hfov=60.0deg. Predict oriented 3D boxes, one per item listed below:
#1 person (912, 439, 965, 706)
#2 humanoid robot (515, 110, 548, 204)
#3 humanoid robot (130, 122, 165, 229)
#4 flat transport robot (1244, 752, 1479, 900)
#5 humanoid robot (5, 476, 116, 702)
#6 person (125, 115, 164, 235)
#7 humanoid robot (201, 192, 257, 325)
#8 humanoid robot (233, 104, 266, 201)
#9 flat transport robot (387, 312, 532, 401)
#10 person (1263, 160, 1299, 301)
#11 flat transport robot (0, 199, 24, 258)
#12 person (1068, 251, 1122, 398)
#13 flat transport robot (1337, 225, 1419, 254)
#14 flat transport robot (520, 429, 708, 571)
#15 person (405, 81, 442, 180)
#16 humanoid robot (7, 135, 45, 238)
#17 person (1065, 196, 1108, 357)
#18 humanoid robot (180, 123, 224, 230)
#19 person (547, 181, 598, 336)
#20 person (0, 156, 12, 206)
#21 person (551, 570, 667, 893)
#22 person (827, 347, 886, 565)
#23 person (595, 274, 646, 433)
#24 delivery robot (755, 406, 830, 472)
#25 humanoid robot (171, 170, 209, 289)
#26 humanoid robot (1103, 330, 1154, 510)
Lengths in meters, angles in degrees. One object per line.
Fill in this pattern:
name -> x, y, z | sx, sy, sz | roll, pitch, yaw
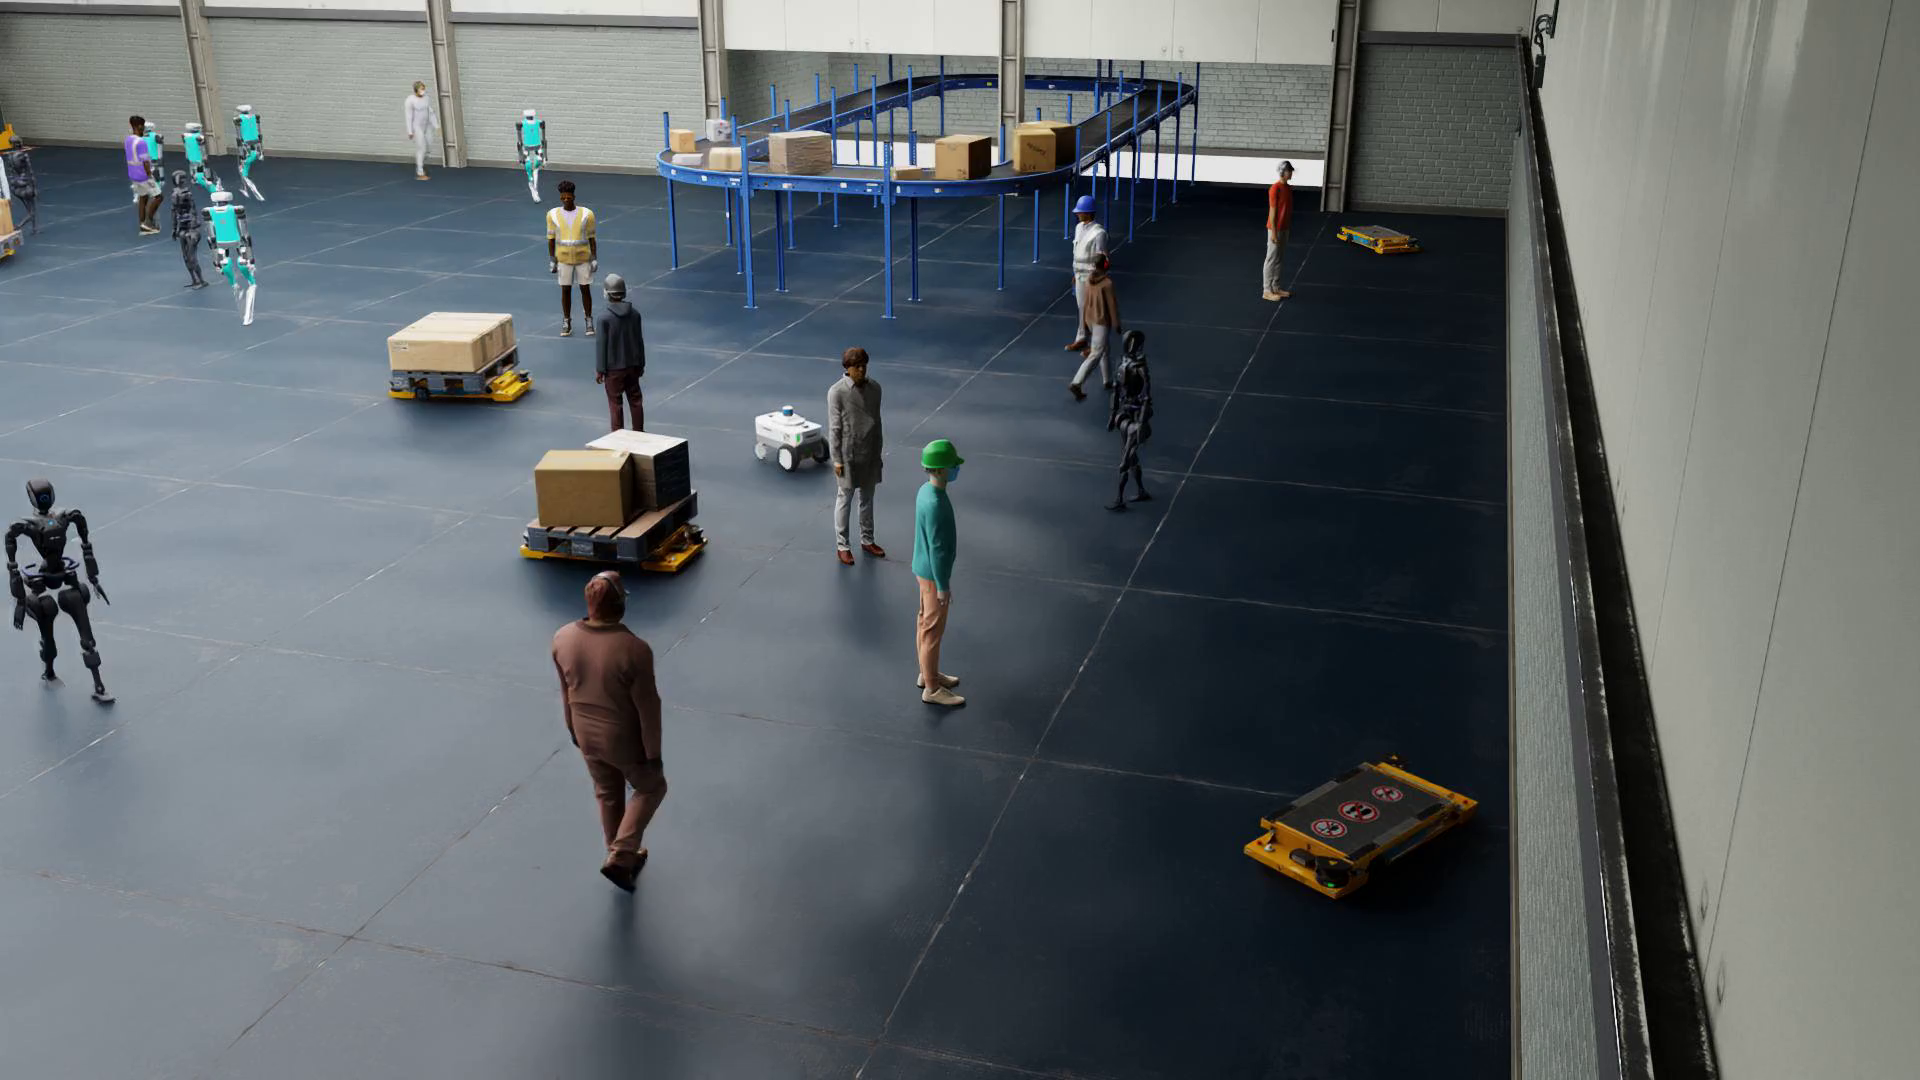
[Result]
person -> -0.152, 0.210, 11.400 | 0.358, 1.876, 0.517 | -2, 21, -4
humanoid robot -> -7.795, -6.946, 30.196 | 0.539, 1.739, 1.058 | -10, 23, -25
humanoid robot -> -13.664, -6.012, 27.875 | 0.556, 1.887, 0.740 | 6, 22, 15
flat transport robot -> 2.394, 1.671, 9.844 | 1.431, 0.231, 0.659 | -18, 27, -39
humanoid robot -> -6.226, 0.326, 11.446 | 0.783, 1.626, 0.613 | 17, 27, 38
person -> -13.473, -6.006, 27.442 | 0.675, 1.932, 0.443 | 18, 28, 39
humanoid robot -> -9.416, -3.631, 21.700 | 0.550, 1.893, 0.766 | -3, 21, -7
humanoid robot -> -13.268, -7.151, 30.742 | 1.012, 1.777, 0.532 | 11, 24, 27
flat transport robot -> -5.628, -1.750, 18.717 | 1.431, 0.231, 0.659 | 2, 21, 5
person -> 4.442, -4.288, 23.019 | 0.379, 1.913, 0.477 | 15, 26, 35
flat transport robot -> -15.056, -4.312, 25.362 | 0.659, 0.231, 1.431 | -3, 21, -8
person -> 1.520, -2.402, 18.525 | 0.815, 1.615, 0.465 | -12, 24, -29
flat transport robot -> 6.703, -4.827, 26.698 | 0.659, 0.231, 1.431 | -6, 22, -16
flat transport robot -> -2.937, 0.012, 14.146 | 1.431, 0.231, 0.659 | 6, 22, 14
person -> -10.694, -8.129, 32.975 | 0.599, 1.910, 0.639 | 8, 23, 21
humanoid robot -> -15.419, -5.797, 27.276 | 0.584, 1.642, 0.597 | 10, 23, 23
person -> 1.551, -3.193, 20.134 | 0.398, 1.944, 0.604 | -11, 23, -25
humanoid robot -> -12.657, -6.152, 28.111 | 0.536, 1.798, 0.779 | 13, 25, 31
person -> -4.901, -3.569, 21.077 | 0.613, 1.963, 0.361 | -3, 21, -9
person -> -15.142, -5.389, 25.928 | 0.620, 1.872, 0.849 | -9, 23, -22
person -> -1.907, 1.072, 9.140 | 0.649, 1.890, 0.535 | 8, 23, 21
person -> -0.853, -0.711, 13.853 | 0.503, 1.832, 0.366 | -14, 25, -32
person -> -3.382, -1.745, 16.569 | 0.556, 1.807, 0.380 | -19, 28, -40
delivery robot -> -1.677, -1.012, 16.414 | 0.795, 0.602, 0.499 | 20, 29, 41
humanoid robot -> -11.022, -4.422, 23.684 | 0.600, 1.656, 0.333 | 14, 25, 32
humanoid robot -> 1.523, -1.098, 15.080 | 0.610, 1.639, 0.599 | -11, 24, -26
